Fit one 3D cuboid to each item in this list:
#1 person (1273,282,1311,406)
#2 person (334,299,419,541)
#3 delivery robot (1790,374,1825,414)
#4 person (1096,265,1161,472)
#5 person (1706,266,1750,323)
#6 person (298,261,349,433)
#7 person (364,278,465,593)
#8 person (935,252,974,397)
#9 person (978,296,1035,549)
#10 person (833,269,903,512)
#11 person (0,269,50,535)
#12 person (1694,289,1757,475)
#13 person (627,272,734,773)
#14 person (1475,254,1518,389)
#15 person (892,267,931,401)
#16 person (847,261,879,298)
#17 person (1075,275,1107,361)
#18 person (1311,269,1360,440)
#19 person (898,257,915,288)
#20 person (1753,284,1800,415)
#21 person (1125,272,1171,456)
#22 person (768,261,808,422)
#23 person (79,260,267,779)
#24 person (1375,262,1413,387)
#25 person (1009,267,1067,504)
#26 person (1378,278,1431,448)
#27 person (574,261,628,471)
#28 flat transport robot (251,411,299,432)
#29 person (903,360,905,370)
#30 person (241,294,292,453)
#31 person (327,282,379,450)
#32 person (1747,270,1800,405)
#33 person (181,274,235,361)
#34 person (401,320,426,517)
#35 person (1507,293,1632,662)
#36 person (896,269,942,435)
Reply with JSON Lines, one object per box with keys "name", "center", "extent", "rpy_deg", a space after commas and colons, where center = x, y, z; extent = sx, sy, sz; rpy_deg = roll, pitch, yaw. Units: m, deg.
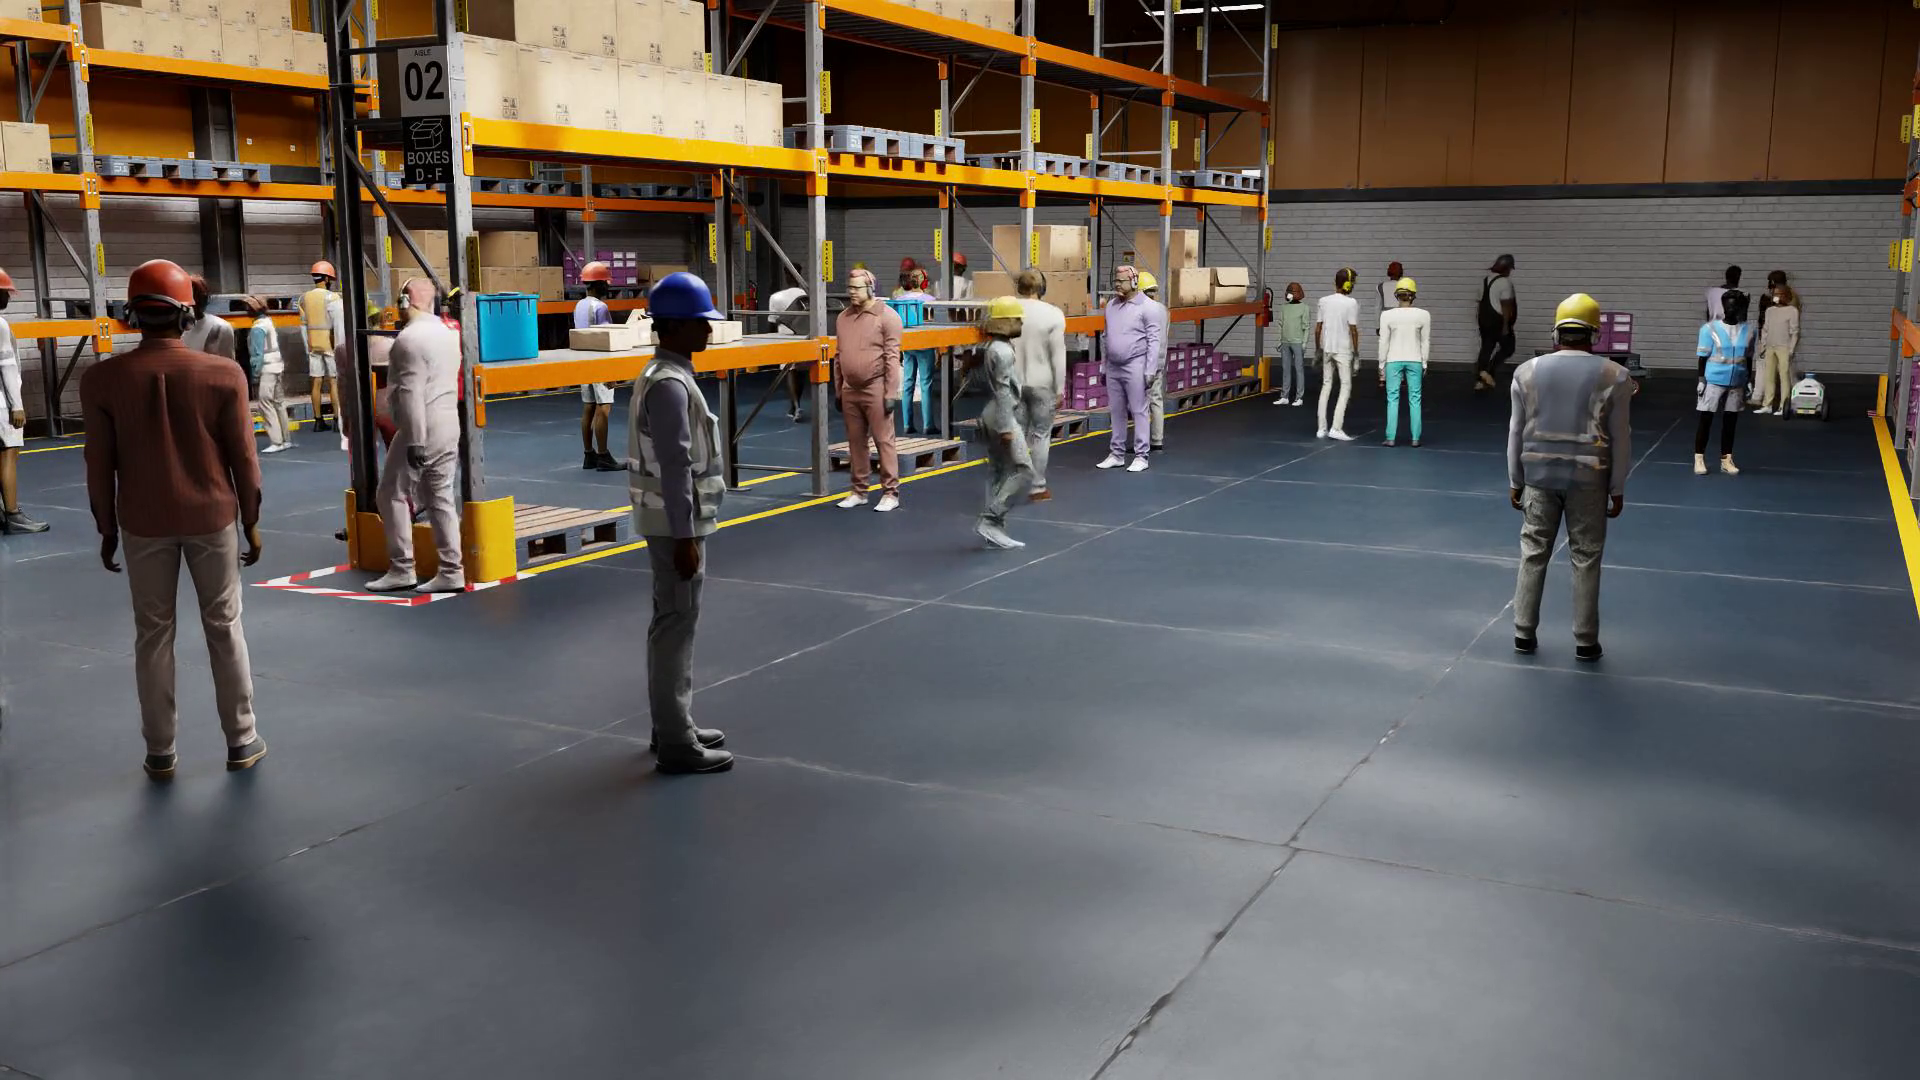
{"name": "person", "center": [4.417, -2.598, 22.096], "extent": [0.284, 1.633, 0.497], "rpy_deg": [-9, 13, -41]}
{"name": "person", "center": [-4.095, -0.847, 11.723], "extent": [0.607, 1.711, 0.791], "rpy_deg": [-2, 10, -12]}
{"name": "delivery robot", "center": [10.275, -1.772, 20.144], "extent": [0.477, 0.478, 0.707], "rpy_deg": [5, 12, 28]}
{"name": "person", "center": [1.541, -1.584, 15.432], "extent": [0.401, 1.907, 0.648], "rpy_deg": [-9, 13, -42]}
{"name": "person", "center": [10.271, -2.747, 22.358], "extent": [0.577, 1.857, 1.082], "rpy_deg": [8, 13, 39]}
{"name": "person", "center": [-7.154, -2.172, 18.780], "extent": [0.543, 1.928, 0.372], "rpy_deg": [3, 10, 14]}
{"name": "person", "center": [-3.261, -0.608, 9.885], "extent": [0.695, 1.872, 0.679], "rpy_deg": [1, 10, 7]}
{"name": "person", "center": [-0.040, -3.031, 23.452], "extent": [0.619, 2.028, 0.516], "rpy_deg": [4, 10, 20]}
{"name": "person", "center": [0.324, -0.782, 11.271], "extent": [0.354, 1.730, 0.505], "rpy_deg": [-1, 10, -7]}
{"name": "person", "center": [-0.750, -1.169, 13.078], "extent": [0.635, 1.899, 0.397], "rpy_deg": [7, 12, 35]}
{"name": "person", "center": [-6.906, -1.004, 11.978], "extent": [0.545, 1.941, 0.351], "rpy_deg": [7, 12, 35]}
{"name": "person", "center": [6.978, -1.437, 15.178], "extent": [0.536, 1.699, 0.321], "rpy_deg": [0, 10, 0]}
{"name": "person", "center": [-1.098, -0.068, 6.537], "extent": [0.394, 1.946, 0.618], "rpy_deg": [-2, 10, -12]}
{"name": "person", "center": [7.950, -3.235, 24.604], "extent": [0.539, 2.000, 0.773], "rpy_deg": [-3, 10, -17]}
{"name": "person", "center": [-0.694, -2.782, 22.624], "extent": [0.631, 1.827, 0.510], "rpy_deg": [5, 11, 29]}
{"name": "person", "center": [-1.634, -3.882, 28.835], "extent": [0.629, 1.890, 0.820], "rpy_deg": [4, 11, 24]}
{"name": "person", "center": [1.975, -3.149, 25.130], "extent": [0.538, 1.683, 0.433], "rpy_deg": [2, 10, 12]}
{"name": "person", "center": [4.052, -2.008, 18.079], "extent": [0.420, 1.855, 0.609], "rpy_deg": [-9, 13, -41]}
{"name": "person", "center": [-0.850, -4.136, 30.087], "extent": [0.752, 1.944, 0.673], "rpy_deg": [-5, 11, -27]}
{"name": "person", "center": [10.231, -2.375, 20.802], "extent": [0.266, 1.631, 0.507], "rpy_deg": [-4, 11, -23]}
{"name": "person", "center": [1.847, -1.752, 16.620], "extent": [0.404, 1.829, 0.600], "rpy_deg": [8, 13, 40]}
{"name": "person", "center": [-2.002, -2.396, 20.087], "extent": [0.618, 1.931, 0.954], "rpy_deg": [-3, 10, -18]}
{"name": "person", "center": [-3.016, -0.072, 6.427], "extent": [0.608, 1.995, 0.377], "rpy_deg": [-4, 10, -20]}
{"name": "person", "center": [6.559, -3.251, 25.159], "extent": [0.576, 1.882, 0.355], "rpy_deg": [6, 11, 29]}
{"name": "person", "center": [0.531, -1.221, 13.303], "extent": [0.630, 1.916, 0.604], "rpy_deg": [6, 11, 29]}
{"name": "person", "center": [4.613, -1.837, 17.314], "extent": [0.526, 1.765, 0.329], "rpy_deg": [1, 10, 8]}
{"name": "person", "center": [-3.357, -1.606, 15.461], "extent": [0.350, 1.942, 0.545], "rpy_deg": [-8, 13, -40]}
{"name": "flat transport robot", "center": [-8.086, -1.262, 18.299], "extent": [0.652, 0.197, 1.431], "rpy_deg": [5, 11, 28]}
{"name": "person", "center": [-0.794, -2.924, 24.003], "extent": [0.534, 1.618, 0.601], "rpy_deg": [6, 12, 32]}
{"name": "person", "center": [-7.060, -1.699, 16.964], "extent": [0.338, 1.606, 0.666], "rpy_deg": [-2, 10, -10]}
{"name": "person", "center": [-6.269, -1.843, 17.155], "extent": [0.512, 1.841, 0.486], "rpy_deg": [1, 10, 5]}
{"name": "person", "center": [10.809, -2.649, 21.933], "extent": [0.635, 1.812, 0.774], "rpy_deg": [-3, 10, -16]}
{"name": "person", "center": [-5.517, -0.977, 12.026], "extent": [0.621, 1.866, 0.454], "rpy_deg": [1, 10, 4]}
{"name": "person", "center": [-4.038, -0.952, 12.579], "extent": [0.529, 1.622, 0.421], "rpy_deg": [3, 10, 19]}
{"name": "person", "center": [3.034, -0.309, 8.310], "extent": [0.591, 1.823, 0.405], "rpy_deg": [6, 12, 33]}
{"name": "person", "center": [-0.471, -2.092, 18.548], "extent": [0.562, 1.847, 0.390], "rpy_deg": [5, 11, 27]}
